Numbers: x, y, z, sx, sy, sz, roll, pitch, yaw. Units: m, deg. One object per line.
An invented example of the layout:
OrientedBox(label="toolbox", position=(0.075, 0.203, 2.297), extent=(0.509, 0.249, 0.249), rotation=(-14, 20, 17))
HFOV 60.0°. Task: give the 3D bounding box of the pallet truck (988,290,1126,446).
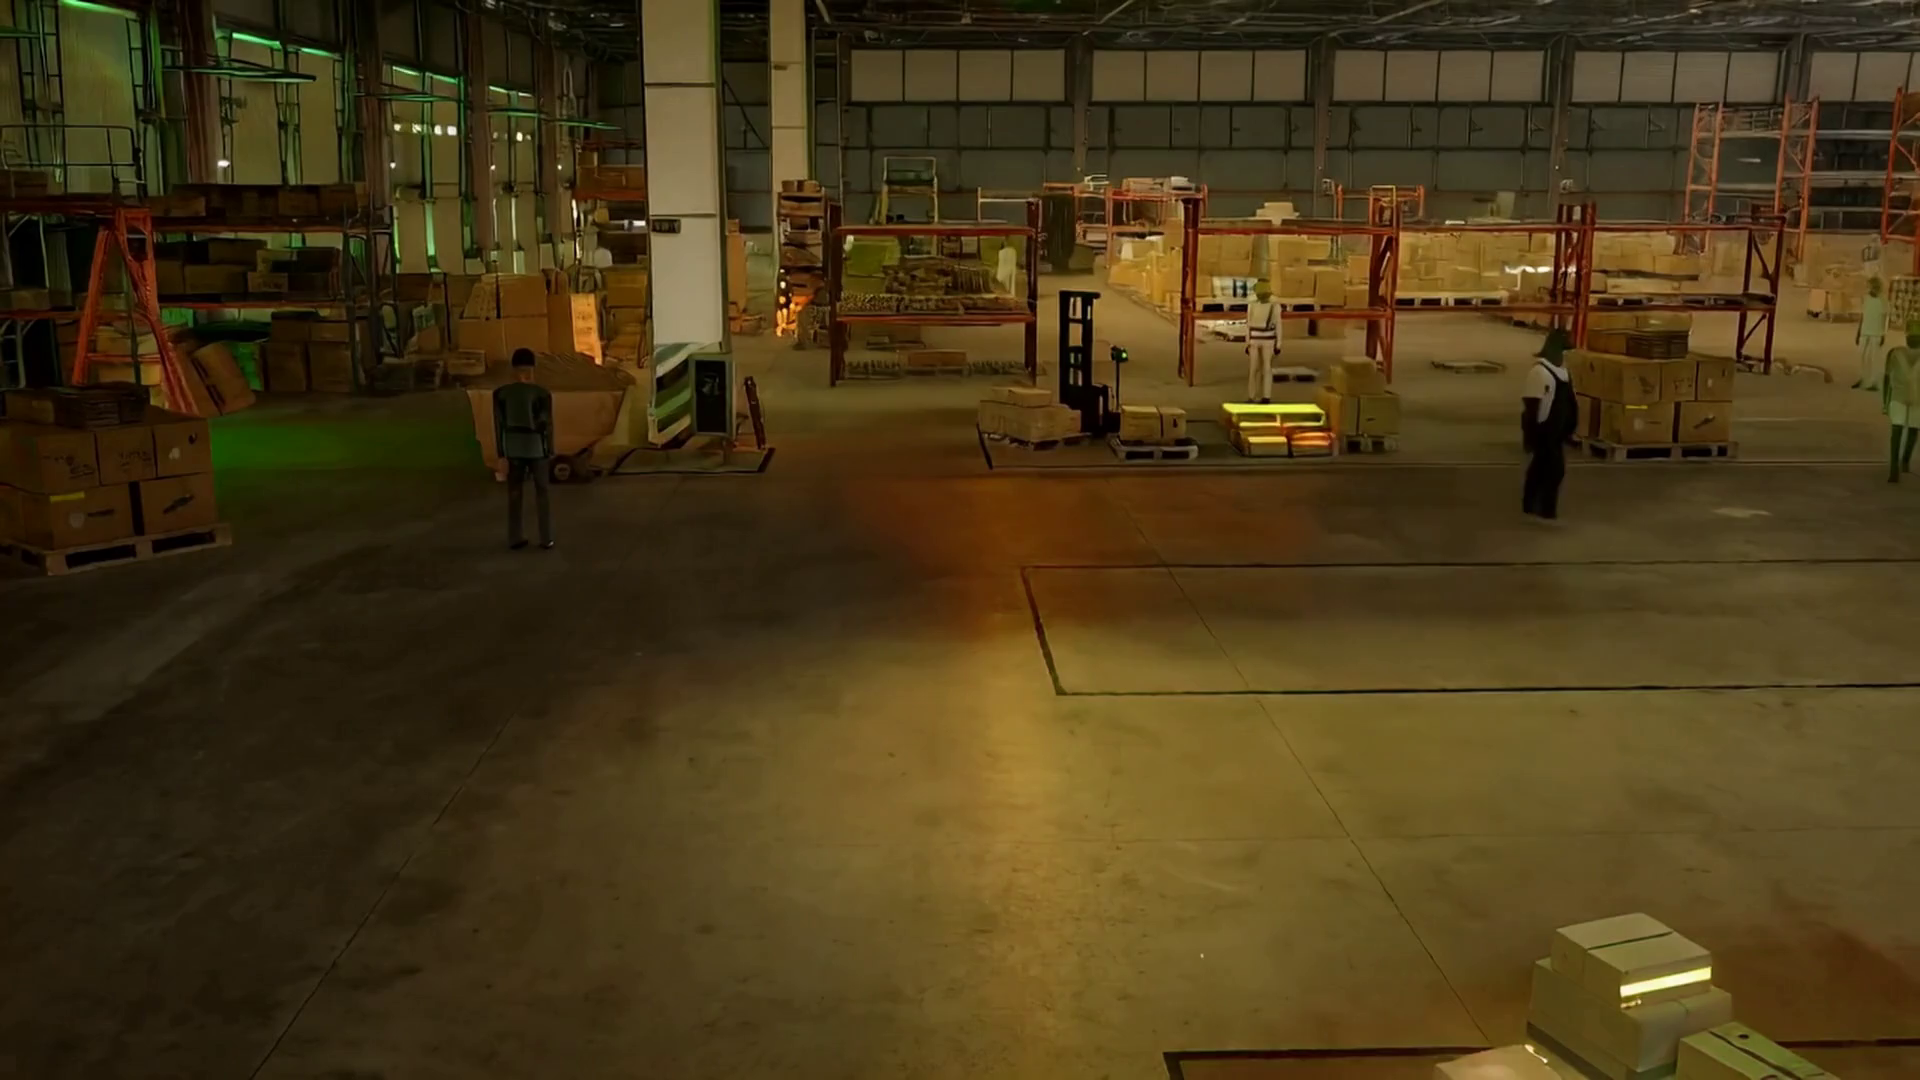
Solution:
OrientedBox(label="pallet truck", position=(1.257, -2.299, 22.111), extent=(1.885, 1.965, 0.823), rotation=(-9, 15, -35))

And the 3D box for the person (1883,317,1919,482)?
OrientedBox(label="person", position=(11.079, -1.666, 19.450), extent=(0.544, 1.913, 0.850), rotation=(6, 14, 25))

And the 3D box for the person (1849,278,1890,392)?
OrientedBox(label="person", position=(14.916, -3.362, 27.231), extent=(0.331, 1.860, 0.531), rotation=(-6, 14, -25))

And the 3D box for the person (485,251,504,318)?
OrientedBox(label="person", position=(-11.471, -6.268, 40.869), extent=(0.517, 1.633, 0.313), rotation=(10, 16, 39))

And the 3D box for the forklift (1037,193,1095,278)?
OrientedBox(label="forklift", position=(3.574, -10.370, 56.542), extent=(1.873, 2.768, 1.129), rotation=(-7, 14, -28))

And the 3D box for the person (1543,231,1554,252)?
OrientedBox(label="person", position=(20.577, -10.252, 58.070), extent=(0.701, 1.976, 0.633), rotation=(5, 14, 23))

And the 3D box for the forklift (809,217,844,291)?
OrientedBox(label="forklift", position=(-4.372, -8.620, 48.640), extent=(1.873, 2.768, 1.129), rotation=(0, 12, -2))

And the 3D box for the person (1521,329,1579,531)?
OrientedBox(label="person", position=(5.986, -1.109, 16.639), extent=(0.702, 2.000, 0.713), rotation=(10, 16, 37))

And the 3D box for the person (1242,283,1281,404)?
OrientedBox(label="person", position=(4.614, -2.985, 25.467), extent=(0.573, 1.883, 0.353), rotation=(8, 15, 32))

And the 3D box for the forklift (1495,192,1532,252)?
OrientedBox(label="forklift", position=(19.625, -11.144, 60.035), extent=(1.873, 2.768, 1.129), rotation=(0, 12, -2))

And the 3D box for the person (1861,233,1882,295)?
OrientedBox(label="person", position=(25.101, -7.478, 45.704), extent=(0.558, 1.894, 0.944), rotation=(0, 12, -2))

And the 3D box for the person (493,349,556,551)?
OrientedBox(label="person", position=(-4.101, -0.847, 15.752), extent=(0.584, 1.918, 0.408), rotation=(1, 13, 4))

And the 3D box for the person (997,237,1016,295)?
OrientedBox(label="person", position=(1.157, -6.677, 42.010), extent=(0.372, 1.940, 0.629), rotation=(10, 16, 38))
